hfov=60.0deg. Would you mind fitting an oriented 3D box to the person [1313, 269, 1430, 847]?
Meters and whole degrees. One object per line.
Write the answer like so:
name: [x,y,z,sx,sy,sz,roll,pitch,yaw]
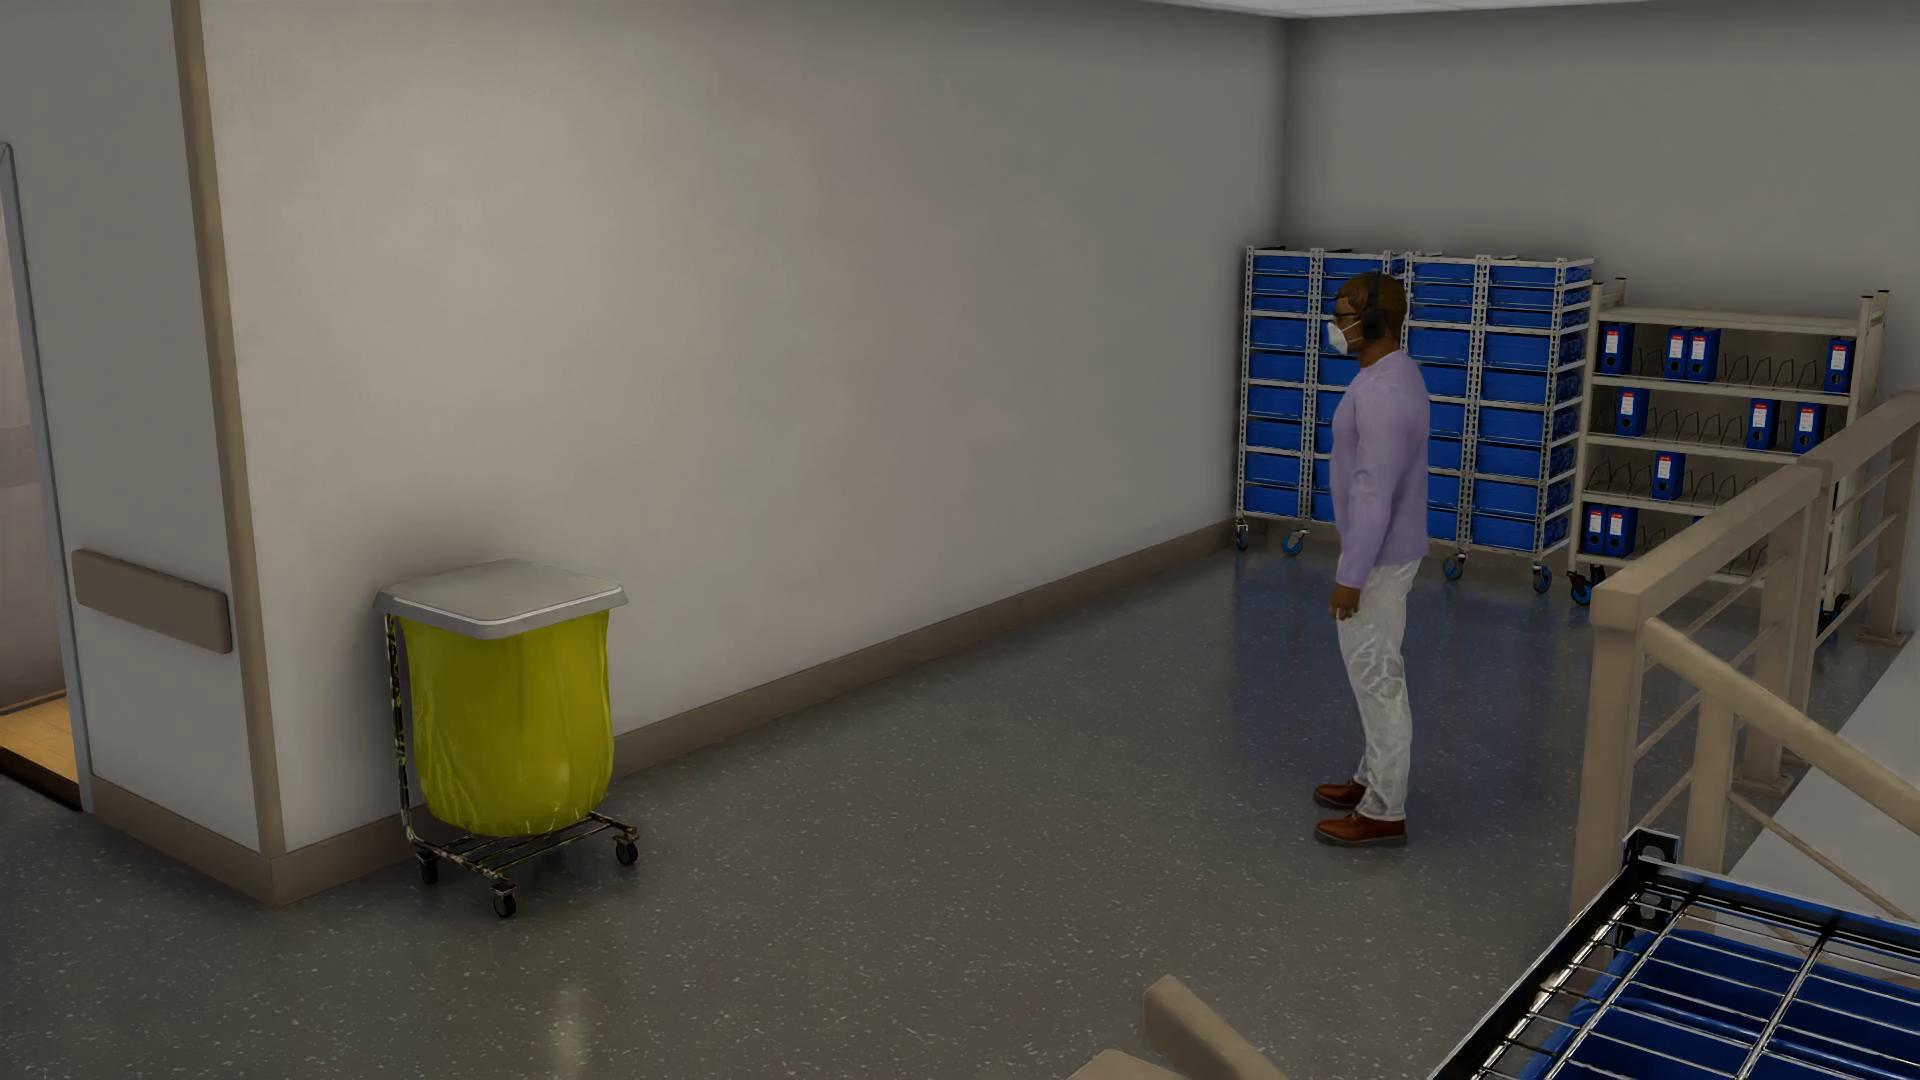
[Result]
person: [1.386,0.065,5.600,0.367,1.933,0.629,3,14,12]
